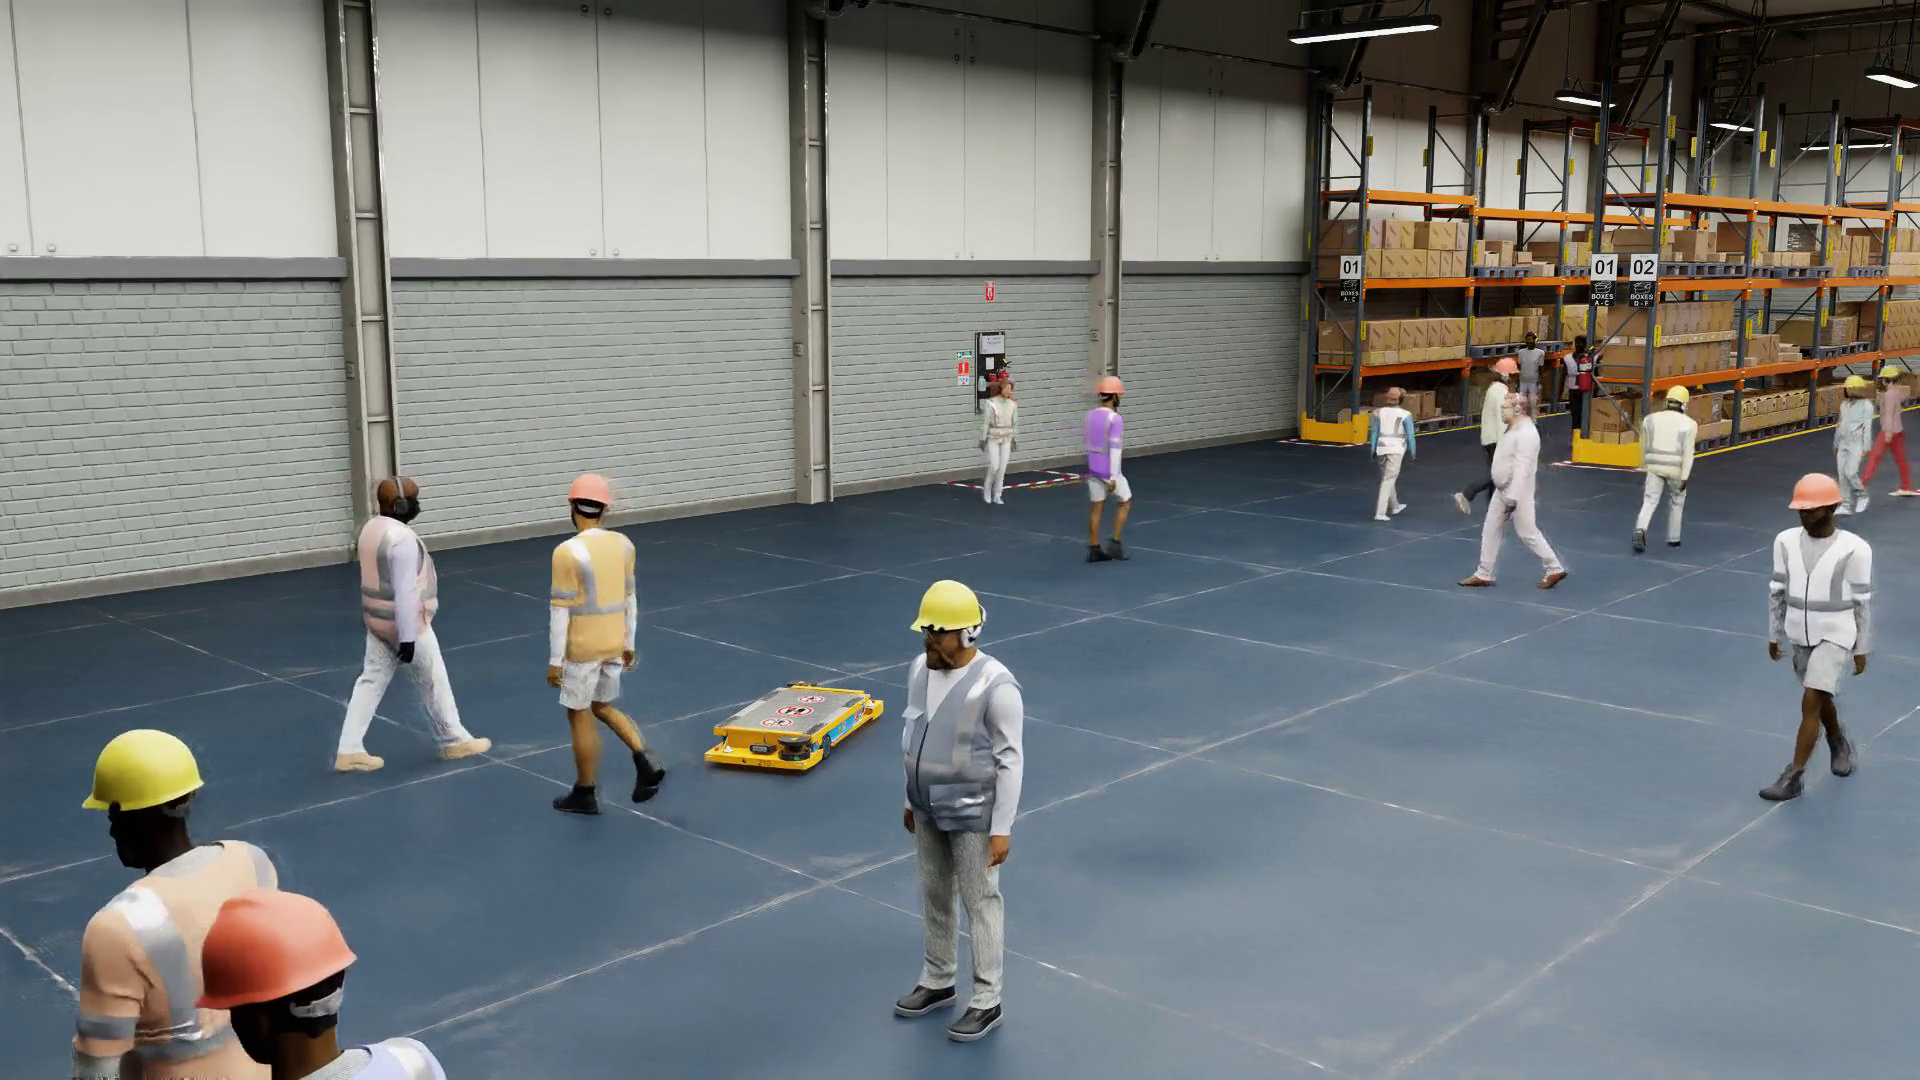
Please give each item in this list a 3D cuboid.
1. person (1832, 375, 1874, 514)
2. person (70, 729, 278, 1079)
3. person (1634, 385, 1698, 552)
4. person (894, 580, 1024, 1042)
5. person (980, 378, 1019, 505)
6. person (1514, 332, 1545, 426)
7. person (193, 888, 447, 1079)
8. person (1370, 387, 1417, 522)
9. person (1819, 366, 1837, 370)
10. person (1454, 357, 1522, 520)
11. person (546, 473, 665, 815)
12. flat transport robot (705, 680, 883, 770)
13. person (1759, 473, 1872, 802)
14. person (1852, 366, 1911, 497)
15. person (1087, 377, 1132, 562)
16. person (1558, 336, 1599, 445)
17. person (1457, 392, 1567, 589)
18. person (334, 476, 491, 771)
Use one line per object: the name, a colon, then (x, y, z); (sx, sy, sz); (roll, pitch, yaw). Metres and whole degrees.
person: (10.891, -1.154, 20.332); (0.384, 1.726, 0.499); (-3, 10, -15)
person: (-2.045, 1.405, 4.219); (0.897, 1.887, 0.610); (2, 10, 12)
person: (7.509, -0.754, 17.723); (0.583, 1.794, 0.852); (7, 12, 38)
person: (-0.025, 1.054, 6.572); (0.404, 1.827, 0.600); (-9, 13, -43)
person: (0.512, -1.251, 21.225); (0.534, 1.618, 0.372); (-6, 11, -31)
person: (10.343, -2.853, 30.263); (0.507, 1.872, 0.329); (7, 12, 36)
person: (-1.191, 1.575, 3.095); (0.373, 1.929, 0.542); (4, 10, 22)
person: (5.242, -1.037, 20.019); (0.844, 1.592, 0.546); (-8, 12, -39)
person: (18.440, -3.802, 35.753); (1.095, 1.981, 0.618); (-8, 13, -42)
person: (6.325, -1.197, 19.866); (0.674, 1.977, 0.629); (1, 9, 5)
person: (-1.968, 0.592, 9.160); (0.588, 1.908, 0.571); (5, 11, 29)
flat transport robot: (-1.032, 1.164, 10.641); (0.652, 0.197, 1.431); (3, 10, 17)
person: (5.016, 0.528, 9.662); (1.027, 1.889, 0.553); (-6, 11, -34)
person: (12.270, -1.446, 22.123); (0.876, 1.722, 0.545); (9, 13, 42)
person: (1.553, -0.721, 17.146); (0.584, 1.916, 0.549); (-7, 12, -36)
person: (10.425, -2.503, 28.110); (0.615, 1.872, 0.942); (7, 11, 35)
person: (5.275, -0.456, 15.669); (0.947, 1.874, 0.639); (0, 9, -2)
person: (-3.388, 0.501, 10.068); (0.945, 1.797, 0.639); (-8, 13, -42)
